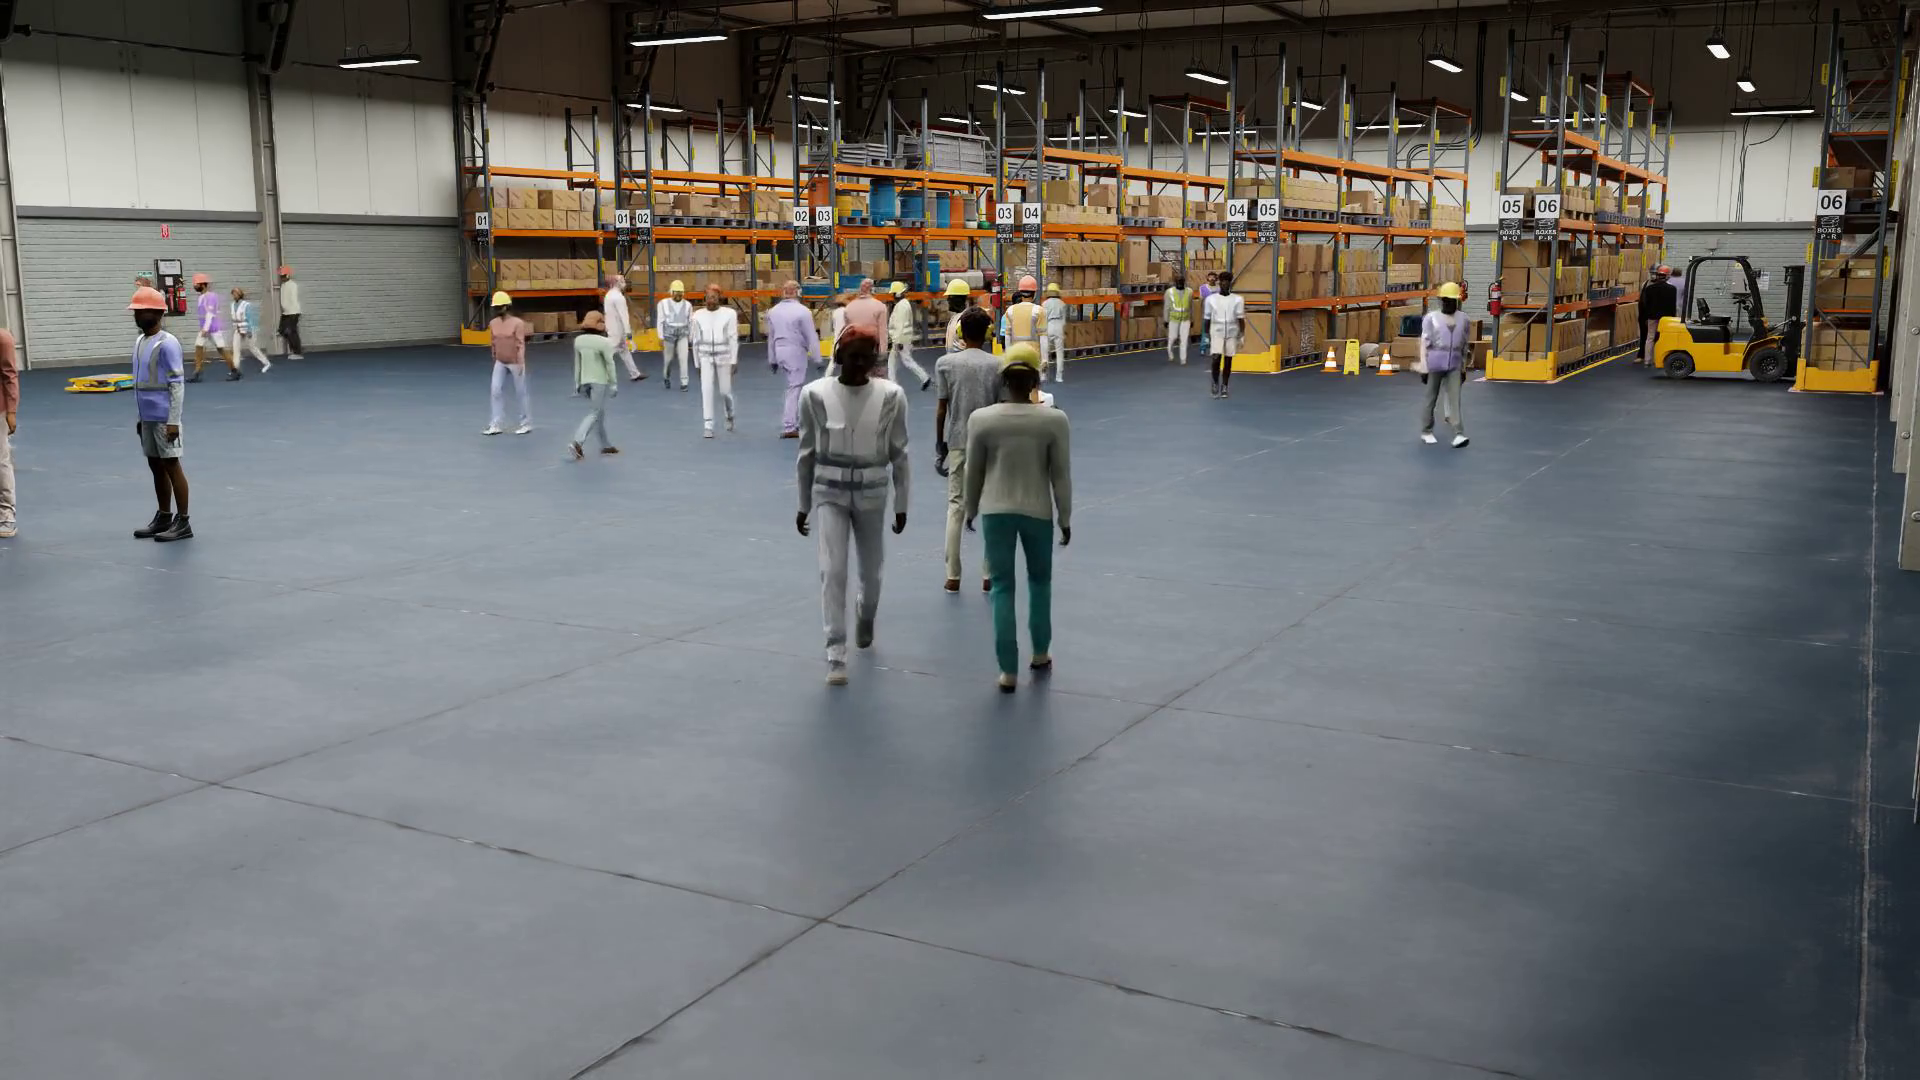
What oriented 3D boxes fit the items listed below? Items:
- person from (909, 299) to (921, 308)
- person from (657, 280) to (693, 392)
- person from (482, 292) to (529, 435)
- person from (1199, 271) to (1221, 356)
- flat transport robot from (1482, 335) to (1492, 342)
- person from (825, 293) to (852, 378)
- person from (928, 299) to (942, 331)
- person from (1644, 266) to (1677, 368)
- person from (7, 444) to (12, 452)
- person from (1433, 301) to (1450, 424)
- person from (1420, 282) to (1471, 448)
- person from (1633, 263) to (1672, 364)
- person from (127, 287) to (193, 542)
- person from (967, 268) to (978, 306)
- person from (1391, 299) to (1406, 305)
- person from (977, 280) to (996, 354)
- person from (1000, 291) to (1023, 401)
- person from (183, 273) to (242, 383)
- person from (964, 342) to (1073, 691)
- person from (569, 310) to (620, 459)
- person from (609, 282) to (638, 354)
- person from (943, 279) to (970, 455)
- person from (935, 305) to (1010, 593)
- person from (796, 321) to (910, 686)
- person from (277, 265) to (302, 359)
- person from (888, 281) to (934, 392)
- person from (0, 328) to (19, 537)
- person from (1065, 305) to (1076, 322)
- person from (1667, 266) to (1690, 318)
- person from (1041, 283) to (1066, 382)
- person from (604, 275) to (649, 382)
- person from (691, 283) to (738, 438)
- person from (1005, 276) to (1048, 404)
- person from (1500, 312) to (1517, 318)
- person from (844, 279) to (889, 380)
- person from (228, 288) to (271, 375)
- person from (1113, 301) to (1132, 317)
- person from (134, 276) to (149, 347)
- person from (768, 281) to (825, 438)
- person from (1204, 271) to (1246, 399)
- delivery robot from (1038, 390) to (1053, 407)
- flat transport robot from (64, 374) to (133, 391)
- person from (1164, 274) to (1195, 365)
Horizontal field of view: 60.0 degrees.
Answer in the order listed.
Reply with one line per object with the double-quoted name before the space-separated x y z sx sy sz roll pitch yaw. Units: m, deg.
"person" -1.386 -7.661 52.185 0.698 1.880 0.366 -6 11 -32
"person" -4.621 -3.316 26.959 0.597 1.804 0.802 -3 10 -18
"person" -5.507 -2.122 20.130 0.541 1.734 0.781 3 10 18
"person" 5.493 -4.939 36.323 0.564 1.846 0.393 1 10 3
"flat transport robot" 12.983 -4.883 40.603 0.652 0.197 1.431 3 10 15
"person" -1.927 -3.241 27.160 0.504 1.585 0.880 9 13 42
"person" -0.811 -7.046 48.161 0.620 2.021 0.743 4 10 22
"person" 13.575 -4.313 32.247 0.618 1.990 0.401 9 13 42
"person" -9.884 -1.531 16.468 0.713 1.822 0.626 -8 13 -40
"person" 6.290 -2.318 21.601 0.498 1.634 0.280 1 10 8
"person" 5.551 -1.995 18.999 0.608 1.873 1.015 -1 10 -7
"person" 13.982 -4.567 33.579 0.536 2.000 0.672 -9 13 -42
"person" -6.158 -0.955 12.732 0.551 1.936 0.356 7 12 37
"person" 0.434 -7.318 50.324 0.551 1.816 0.961 5 11 27
"person" 12.055 -6.588 46.004 0.963 1.850 0.716 -8 12 -38
"person" 0.581 -4.703 35.485 0.542 1.669 0.776 4 10 21
"person" 0.813 -2.573 22.908 0.540 1.695 0.317 -3 10 -17
"person" -12.972 -3.664 28.780 0.551 1.895 1.022 7 12 35
"person" 0.295 -0.137 8.545 0.550 1.733 0.793 0 10 1
"person" -3.978 -1.685 17.995 0.510 1.599 0.795 6 11 31
"person" -7.582 -4.929 36.925 0.742 1.614 0.513 -5 11 -28
"person" -0.002 -1.838 17.932 0.369 1.928 0.585 -3 10 -17
"person" 0.088 -0.578 10.761 0.501 1.860 0.312 0 10 -1
"person" -0.564 -0.224 8.723 0.594 1.858 0.810 -1 10 -6
"person" -14.158 -4.790 35.083 0.620 1.978 0.438 8 13 39
"person" -0.858 -3.223 26.479 0.857 1.791 0.597 0 10 -2
"person" -7.596 -0.997 12.838 0.610 1.985 0.392 -1 10 -6
"person" 2.473 -5.643 40.237 0.634 1.913 0.672 4 10 21
"person" 17.329 -5.666 40.377 0.647 1.923 0.478 4 11 24
"person" 1.611 -3.619 29.037 0.498 1.695 0.846 -3 10 -19
"person" -5.900 -3.645 28.743 1.014 1.853 0.667 -5 11 -25
"person" -2.953 -2.180 20.149 0.579 1.865 0.727 0 10 2
"person" 0.823 -2.226 20.175 0.552 1.935 0.364 5 11 27
"person" 13.187 -5.554 39.911 0.326 1.861 0.574 -2 10 -9
"person" -1.174 -2.493 21.929 0.683 1.865 0.908 4 11 23
"person" -13.169 -3.859 30.698 0.519 1.606 0.807 4 10 22
"person" 4.422 -6.415 45.319 0.526 1.721 0.903 3 10 14
"person" -13.934 -3.593 28.484 0.503 1.832 0.401 7 12 36
"person" -1.944 -2.173 20.039 0.672 1.874 0.695 9 14 44
"person" 4.051 -3.123 25.400 0.612 1.936 0.732 0 10 2
"delivery robot" 0.919 -1.730 21.035 0.477 0.478 0.707 4 10 22
"flat transport robot" -13.823 -2.563 27.017 0.652 0.197 1.431 1 10 3
"person" 4.427 -4.465 33.642 0.628 1.821 0.678 -1 10 -3
